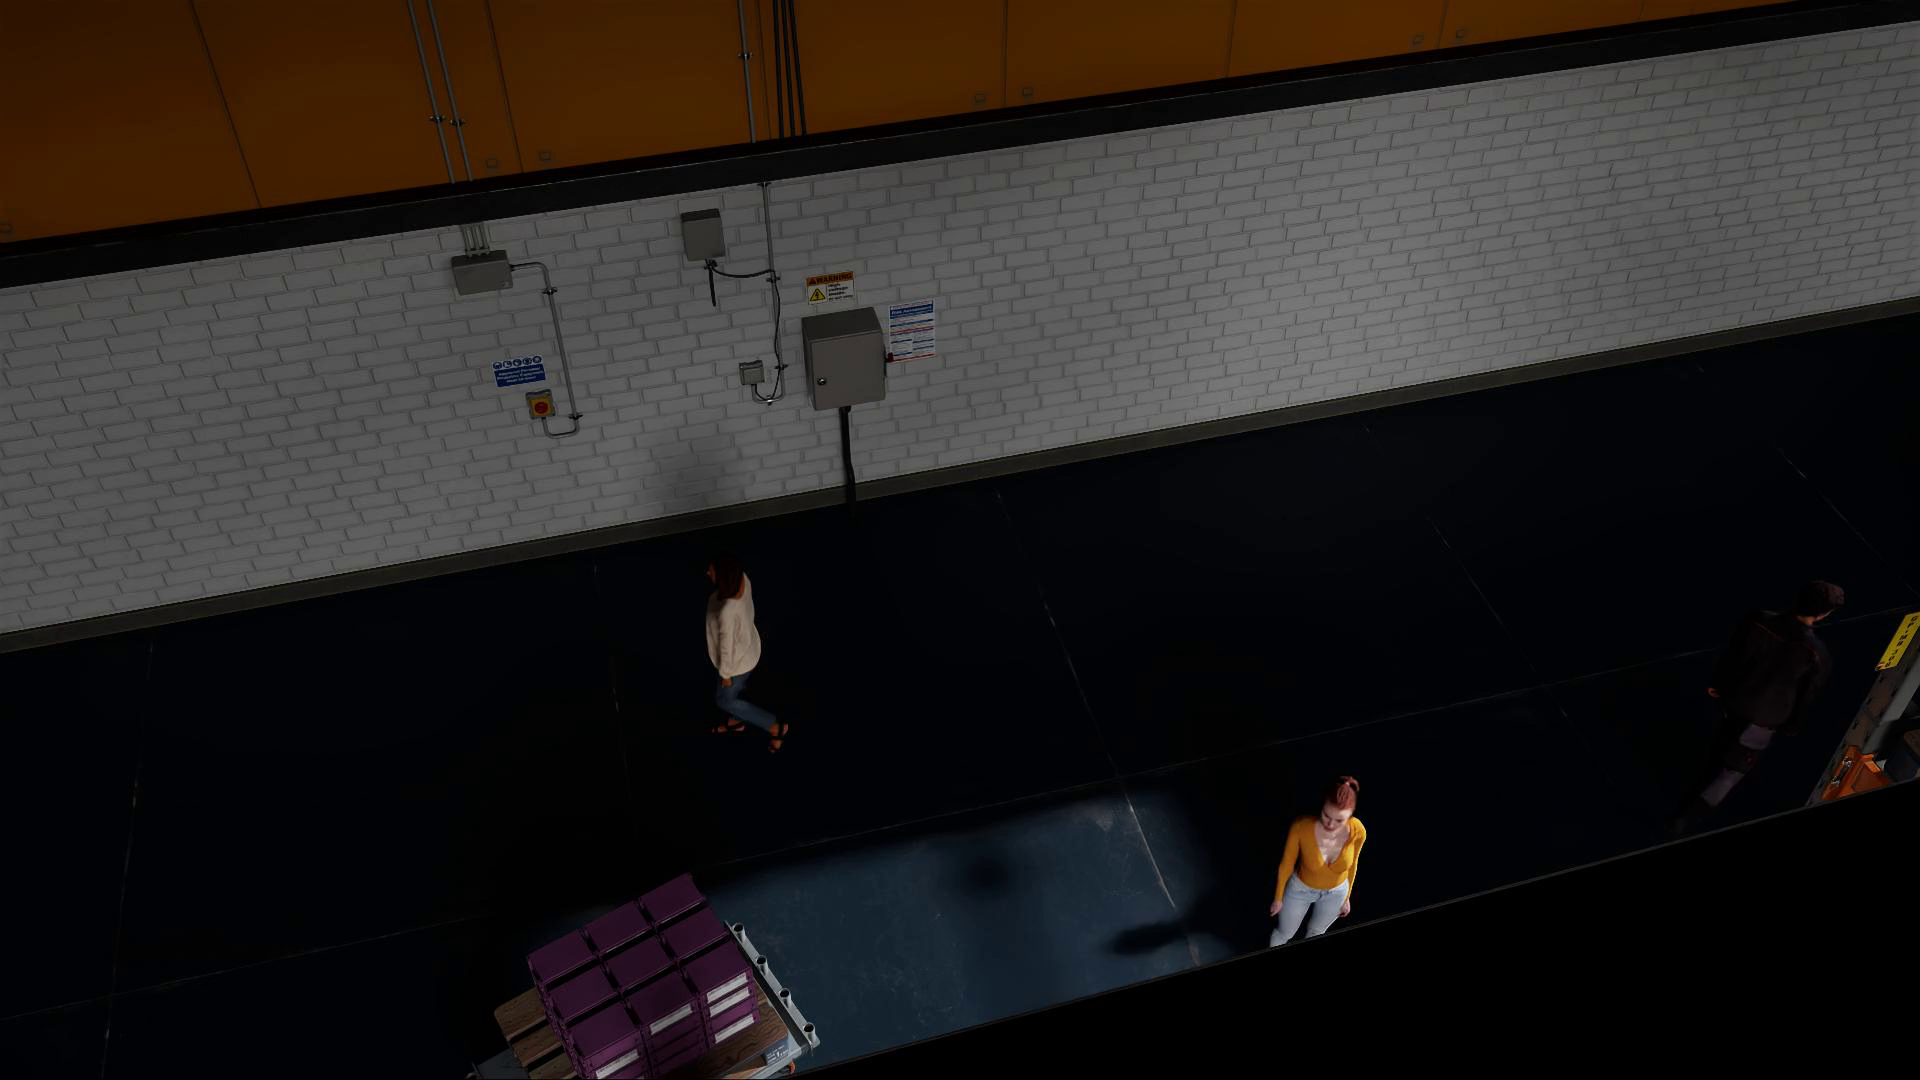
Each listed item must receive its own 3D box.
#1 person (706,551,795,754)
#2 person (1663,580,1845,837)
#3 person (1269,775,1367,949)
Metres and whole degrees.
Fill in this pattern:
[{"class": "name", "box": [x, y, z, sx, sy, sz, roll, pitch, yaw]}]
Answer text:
[{"class": "person", "box": [-1.309, 0.692, 10.150, 0.870, 1.670, 0.860, 5, 44, 6]}, {"class": "person", "box": [4.565, 1.005, 9.659, 1.109, 1.894, 1.266, -29, 51, -27]}, {"class": "person", "box": [1.882, 1.863, 8.862, 0.645, 1.751, 0.624, -1, 44, -1]}]
